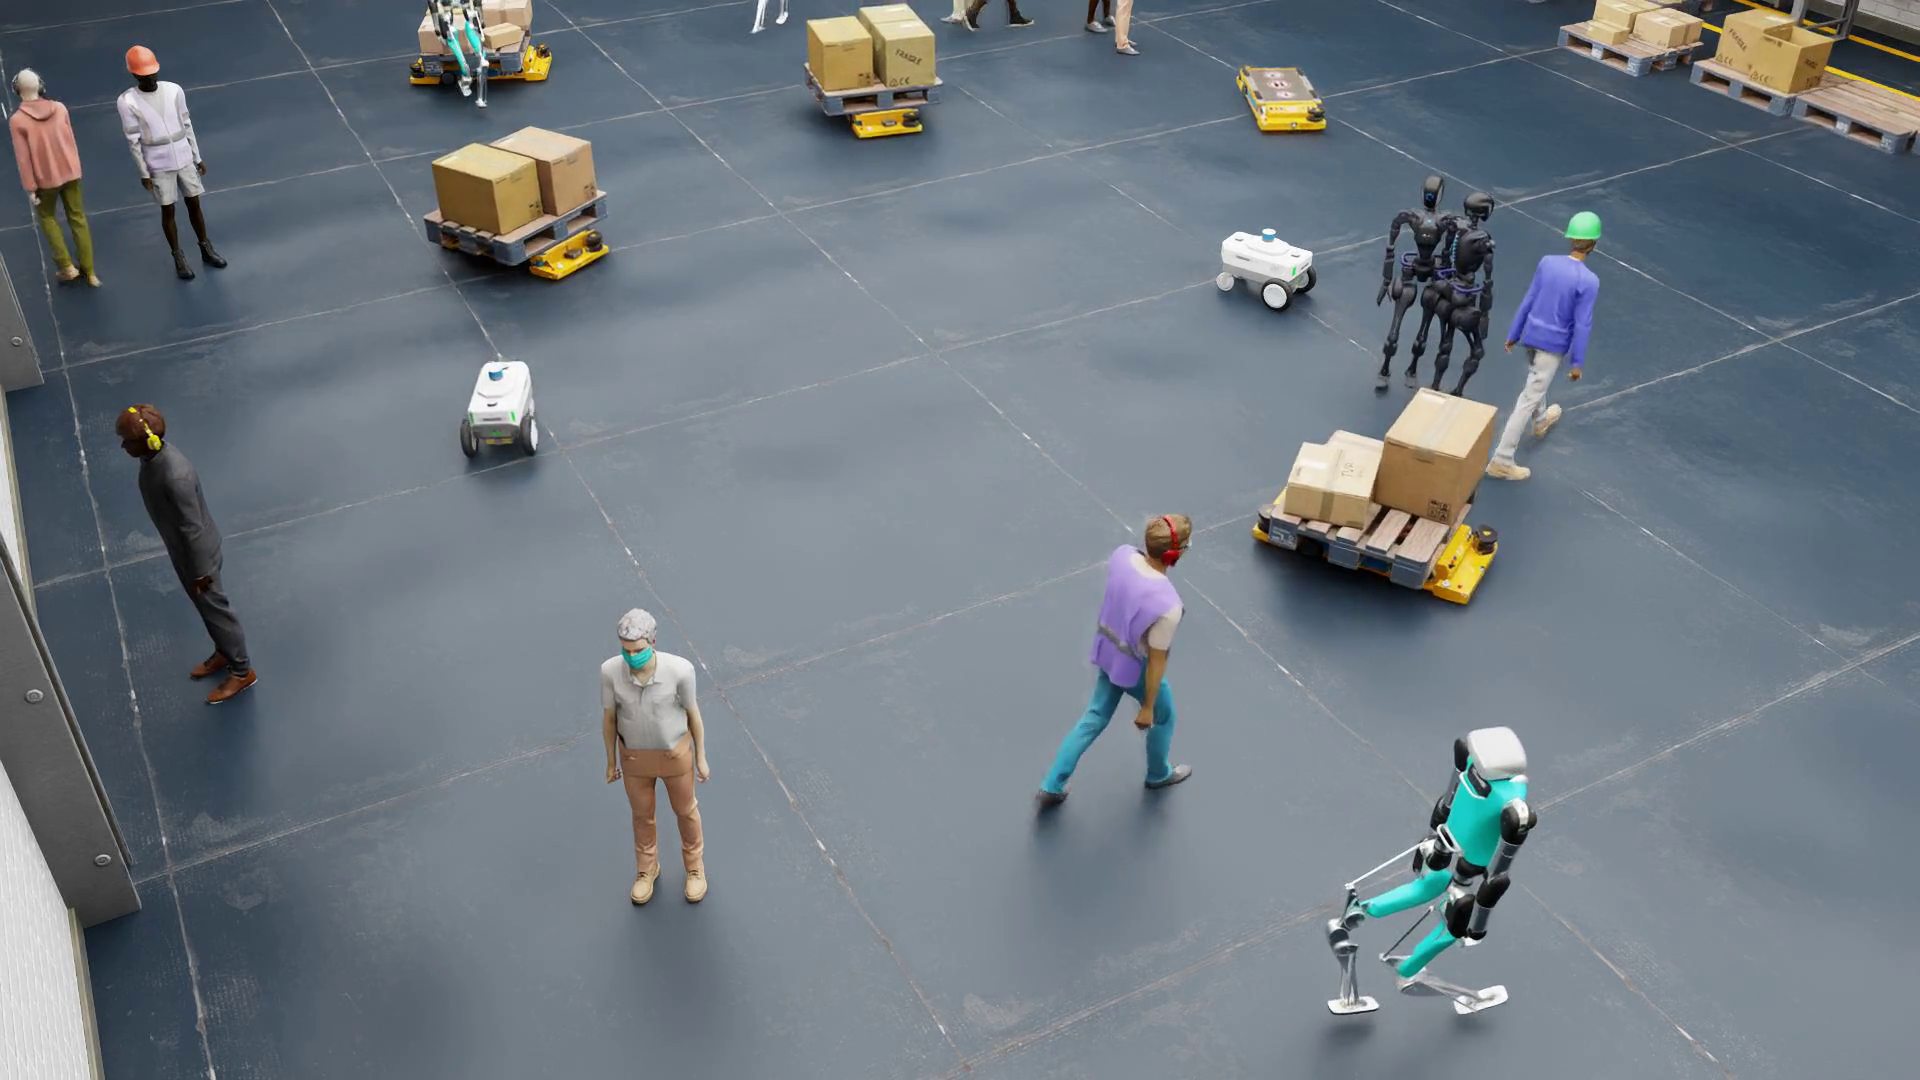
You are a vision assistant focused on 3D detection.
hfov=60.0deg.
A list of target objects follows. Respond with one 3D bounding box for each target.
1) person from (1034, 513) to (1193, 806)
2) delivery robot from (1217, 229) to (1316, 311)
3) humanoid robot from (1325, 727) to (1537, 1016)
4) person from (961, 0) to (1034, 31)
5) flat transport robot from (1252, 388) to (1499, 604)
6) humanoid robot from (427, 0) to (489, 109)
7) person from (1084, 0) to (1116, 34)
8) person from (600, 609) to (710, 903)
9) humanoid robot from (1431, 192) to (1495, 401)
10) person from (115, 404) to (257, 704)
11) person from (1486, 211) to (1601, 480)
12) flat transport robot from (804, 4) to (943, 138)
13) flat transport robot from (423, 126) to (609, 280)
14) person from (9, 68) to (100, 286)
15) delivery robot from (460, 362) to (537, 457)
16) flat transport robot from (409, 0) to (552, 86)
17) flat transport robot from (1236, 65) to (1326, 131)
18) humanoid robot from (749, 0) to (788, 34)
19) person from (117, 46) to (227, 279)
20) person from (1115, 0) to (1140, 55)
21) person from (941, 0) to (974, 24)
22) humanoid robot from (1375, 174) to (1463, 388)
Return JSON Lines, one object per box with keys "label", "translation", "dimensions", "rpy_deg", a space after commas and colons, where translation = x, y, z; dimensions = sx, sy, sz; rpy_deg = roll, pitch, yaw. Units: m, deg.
{"label": "person", "translation": [0.823, 0.665, 8.446], "dimensions": [0.900, 1.794, 0.575], "rpy_deg": [-19, 39, -25]}
{"label": "delivery robot", "translation": [2.531, -2.261, 13.693], "dimensions": [0.774, 0.592, 0.499], "rpy_deg": [23, 41, 29]}
{"label": "humanoid robot", "translation": [2.009, 1.552, 7.250], "dimensions": [1.053, 1.755, 0.547], "rpy_deg": [-8, 36, -11]}
{"label": "person", "translation": [0.429, -6.751, 18.910], "dimensions": [0.902, 1.930, 0.614], "rpy_deg": [-12, 37, -17]}
{"label": "flat transport robot", "translation": [2.685, -0.032, 10.762], "dimensions": [1.431, 0.231, 0.659], "rpy_deg": [19, 39, 25]}
{"label": "humanoid robot", "translation": [-5.017, -5.156, 16.796], "dimensions": [0.530, 1.723, 1.023], "rpy_deg": [-17, 38, -23]}
{"label": "person", "translation": [1.663, -6.763, 18.933], "dimensions": [0.488, 1.923, 0.588], "rpy_deg": [26, 42, 32]}
{"label": "person", "translation": [-1.452, 1.036, 7.948], "dimensions": [0.497, 1.745, 0.306], "rpy_deg": [-1, 35, -1]}
{"label": "humanoid robot", "translation": [3.604, -1.744, 11.983], "dimensions": [0.347, 1.651, 0.595], "rpy_deg": [-13, 37, -18]}
{"label": "person", "translation": [-4.288, 0.060, 9.238], "dimensions": [0.367, 1.869, 0.493], "rpy_deg": [-26, 43, -32]}
{"label": "person", "translation": [4.027, -1.342, 11.295], "dimensions": [1.007, 1.795, 0.551], "rpy_deg": [-21, 40, -27]}
{"label": "flat transport robot", "translation": [-0.897, -4.499, 17.140], "dimensions": [0.659, 0.231, 1.431], "rpy_deg": [-10, 36, -14]}
{"label": "flat transport robot", "translation": [-3.817, -2.609, 14.440], "dimensions": [1.431, 0.231, 0.659], "rpy_deg": [19, 39, 25]}
{"label": "person", "translation": [-7.411, -2.956, 13.590], "dimensions": [0.495, 1.812, 0.532], "rpy_deg": [27, 43, 33]}
{"label": "delivery robot", "translation": [-3.264, -0.943, 11.823], "dimensions": [0.499, 0.606, 0.796], "rpy_deg": [-2, 35, -3]}
{"label": "flat transport robot", "translation": [-5.212, -5.178, 18.109], "dimensions": [1.431, 0.231, 0.659], "rpy_deg": [-3, 35, -5]}
{"label": "flat transport robot", "translation": [3.328, -4.602, 17.286], "dimensions": [0.659, 0.231, 1.431], "rpy_deg": [-1, 35, -2]}
{"label": "humanoid robot", "translation": [-2.225, -6.797, 19.160], "dimensions": [0.560, 1.785, 0.875], "rpy_deg": [12, 37, 17]}
{"label": "person", "translation": [-6.511, -3.117, 13.713], "dimensions": [0.354, 1.937, 0.550], "rpy_deg": [27, 43, 33]}
{"label": "person", "translation": [1.873, -6.239, 18.398], "dimensions": [0.374, 1.675, 0.461], "rpy_deg": [1, 35, 1]}
{"label": "person", "translation": [0.008, -6.912, 19.207], "dimensions": [0.390, 1.850, 0.565], "rpy_deg": [17, 38, 22]}
{"label": "humanoid robot", "translation": [3.388, -1.876, 12.168], "dimensions": [0.615, 1.653, 0.330], "rpy_deg": [10, 36, 13]}
